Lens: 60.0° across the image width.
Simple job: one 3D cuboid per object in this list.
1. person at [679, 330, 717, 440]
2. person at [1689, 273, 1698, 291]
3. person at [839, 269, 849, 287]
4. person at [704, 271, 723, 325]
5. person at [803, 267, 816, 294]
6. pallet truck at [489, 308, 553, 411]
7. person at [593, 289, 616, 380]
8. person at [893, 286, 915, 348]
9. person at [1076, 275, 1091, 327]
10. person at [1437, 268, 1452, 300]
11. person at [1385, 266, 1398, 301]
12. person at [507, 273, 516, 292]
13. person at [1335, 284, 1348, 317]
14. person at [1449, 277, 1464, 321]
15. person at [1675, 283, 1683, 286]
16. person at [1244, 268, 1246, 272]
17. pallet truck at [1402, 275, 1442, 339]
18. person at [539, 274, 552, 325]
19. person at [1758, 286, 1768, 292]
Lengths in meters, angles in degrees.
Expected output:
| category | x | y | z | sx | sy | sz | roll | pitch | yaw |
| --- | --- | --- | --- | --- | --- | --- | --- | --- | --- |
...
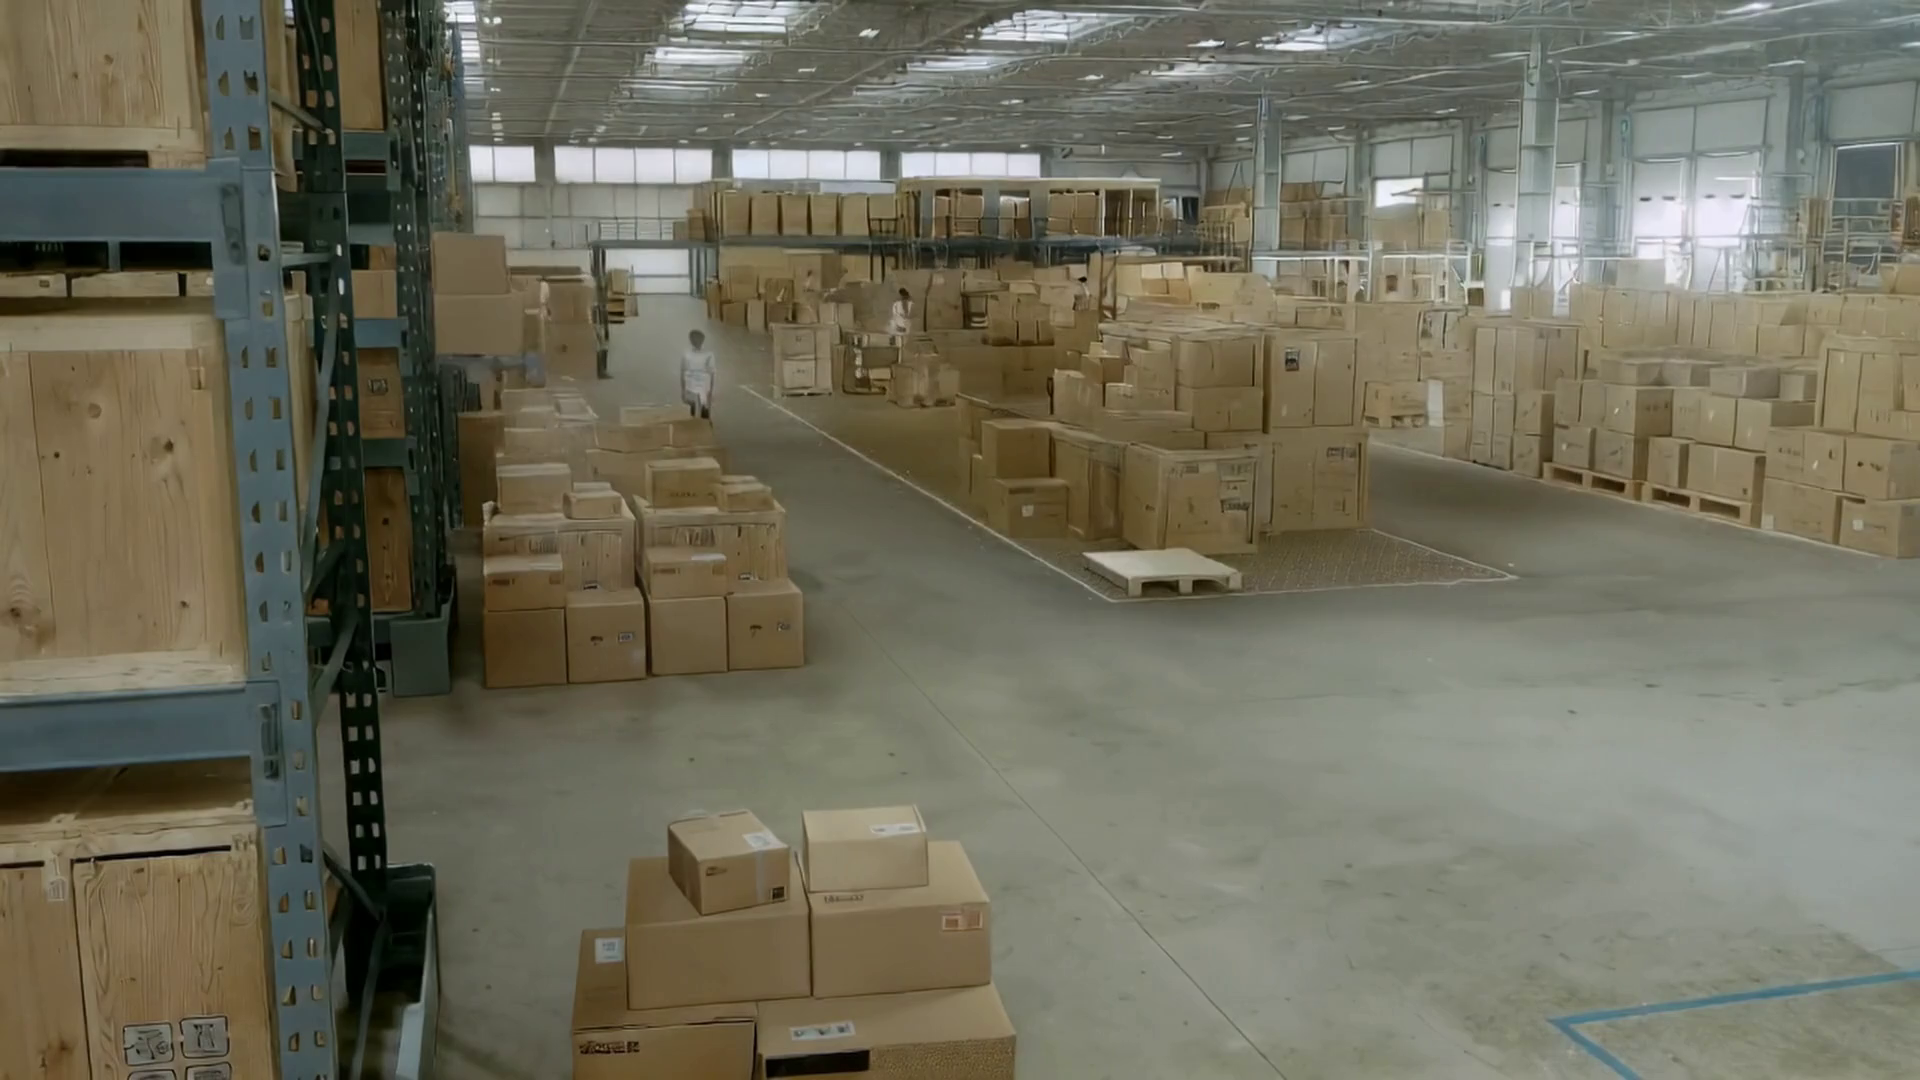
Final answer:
| category | x | y | z | sx | sy | sz | roll | pitch | yaw |
| --- | --- | --- | --- | --- | --- | --- | --- | --- | --- |
| person | -3.700 | -2.109 | 23.467 | 0.535 | 1.697 | 0.318 | 1 | 10 | 8 |
| person | 23.978 | -7.762 | 54.631 | 0.395 | 1.992 | 0.622 | 1 | 10 | 6 |
| person | -5.024 | -10.832 | 72.252 | 0.460 | 1.908 | 0.604 | 6 | 12 | 32 |
| person | -9.047 | -8.927 | 61.100 | 0.691 | 2.000 | 1.059 | -1 | 10 | -5 |
| person | -6.199 | -10.062 | 67.631 | 0.635 | 2.000 | 0.983 | 5 | 11 | 26 |
| pallet truck | -6.242 | -2.418 | 24.362 | 0.823 | 1.965 | 1.885 | 1 | 10 | 3 |
| person | -7.697 | -4.427 | 35.849 | 0.368 | 1.960 | 0.602 | -7 | 12 | -33 |
| person | -1.372 | -5.261 | 40.734 | 0.600 | 1.910 | 0.567 | -5 | 11 | -25 |
| person | 4.438 | -8.586 | 59.755 | 0.524 | 1.844 | 0.820 | -1 | 10 | -4 |
| person | 21.121 | -10.898 | 72.608 | 0.580 | 1.912 | 0.750 | 0 | 10 | 0 |
| person | 19.320 | -11.248 | 74.434 | 0.422 | 1.980 | 0.615 | -9 | 13 | -40 |
| person | -16.058 | -8.535 | 59.171 | 0.552 | 1.934 | 0.373 | 1 | 10 | 6 |
| person | 11.254 | -6.648 | 48.961 | 0.631 | 1.787 | 1.019 | -7 | 12 | -36 |
| person | 18.796 | -9.088 | 62.884 | 0.533 | 1.736 | 0.821 | -4 | 11 | -20 |
| person | 20.381 | -6.374 | 47.229 | 0.593 | 1.832 | 0.982 | -5 | 11 | -25 |
| person | 13.306 | -11.976 | 78.787 | 0.909 | 1.884 | 0.599 | 2 | 10 | 12 |
| pallet truck | 14.620 | -7.324 | 52.145 | 0.823 | 1.965 | 1.885 | 8 | 13 | 40 |
| person | -15.130 | -8.750 | 60.575 | 0.466 | 1.864 | 0.622 | -1 | 10 | -4 |
| person | 18.920 | -5.036 | 39.367 | 0.361 | 1.939 | 0.636 | 5 | 11 | 25 |
